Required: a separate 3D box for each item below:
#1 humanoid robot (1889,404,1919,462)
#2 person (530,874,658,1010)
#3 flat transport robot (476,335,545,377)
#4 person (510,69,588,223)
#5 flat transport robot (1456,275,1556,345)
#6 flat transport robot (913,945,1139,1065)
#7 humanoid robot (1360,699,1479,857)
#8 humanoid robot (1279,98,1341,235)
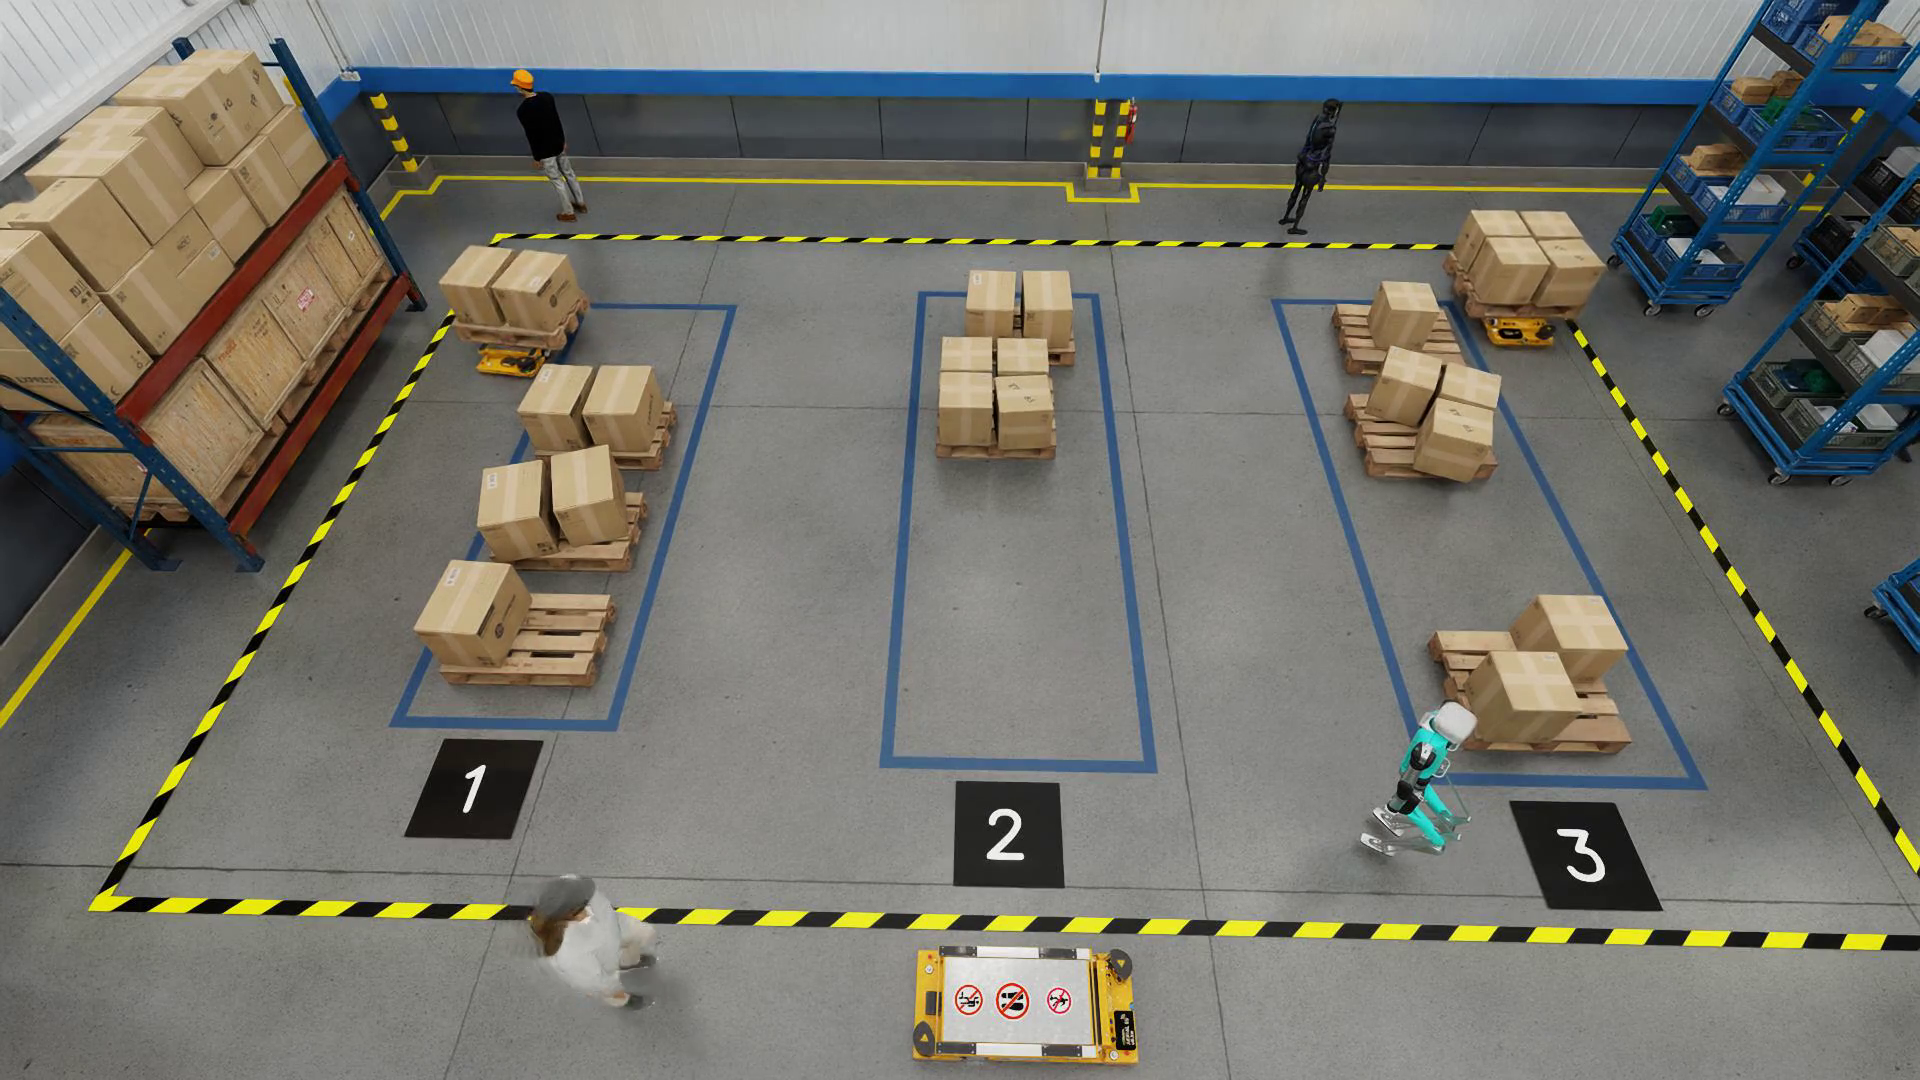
[{"bbox_3d":[9.420,-1.400,8.713,0.609,1.647,0.376,-4,51,-4],"label":"humanoid robot"},{"bbox_3d":[-2.150,2.460,5.521,0.438,1.750,0.609,-7,51,-5],"label":"person"},{"bbox_3d":[-4.889,-2.415,10.437,0.652,0.197,1.431,6,51,5],"label":"flat transport robot"},{"bbox_3d":[-5.137,-4.891,11.432,0.380,1.881,0.590,17,53,14],"label":"person"},{"bbox_3d":[6.387,-2.822,10.769,0.652,0.197,1.431,1,51,1],"label":"flat transport robot"},{"bbox_3d":[0.422,3.041,6.007,1.431,0.231,0.659,1,51,1],"label":"flat transport robot"},{"bbox_3d":[3.164,1.701,6.066,0.735,1.674,0.533,35,59,25],"label":"humanoid robot"},{"bbox_3d":[4.352,-4.632,11.346,0.315,1.653,0.599,-8,51,-6],"label":"humanoid robot"}]
